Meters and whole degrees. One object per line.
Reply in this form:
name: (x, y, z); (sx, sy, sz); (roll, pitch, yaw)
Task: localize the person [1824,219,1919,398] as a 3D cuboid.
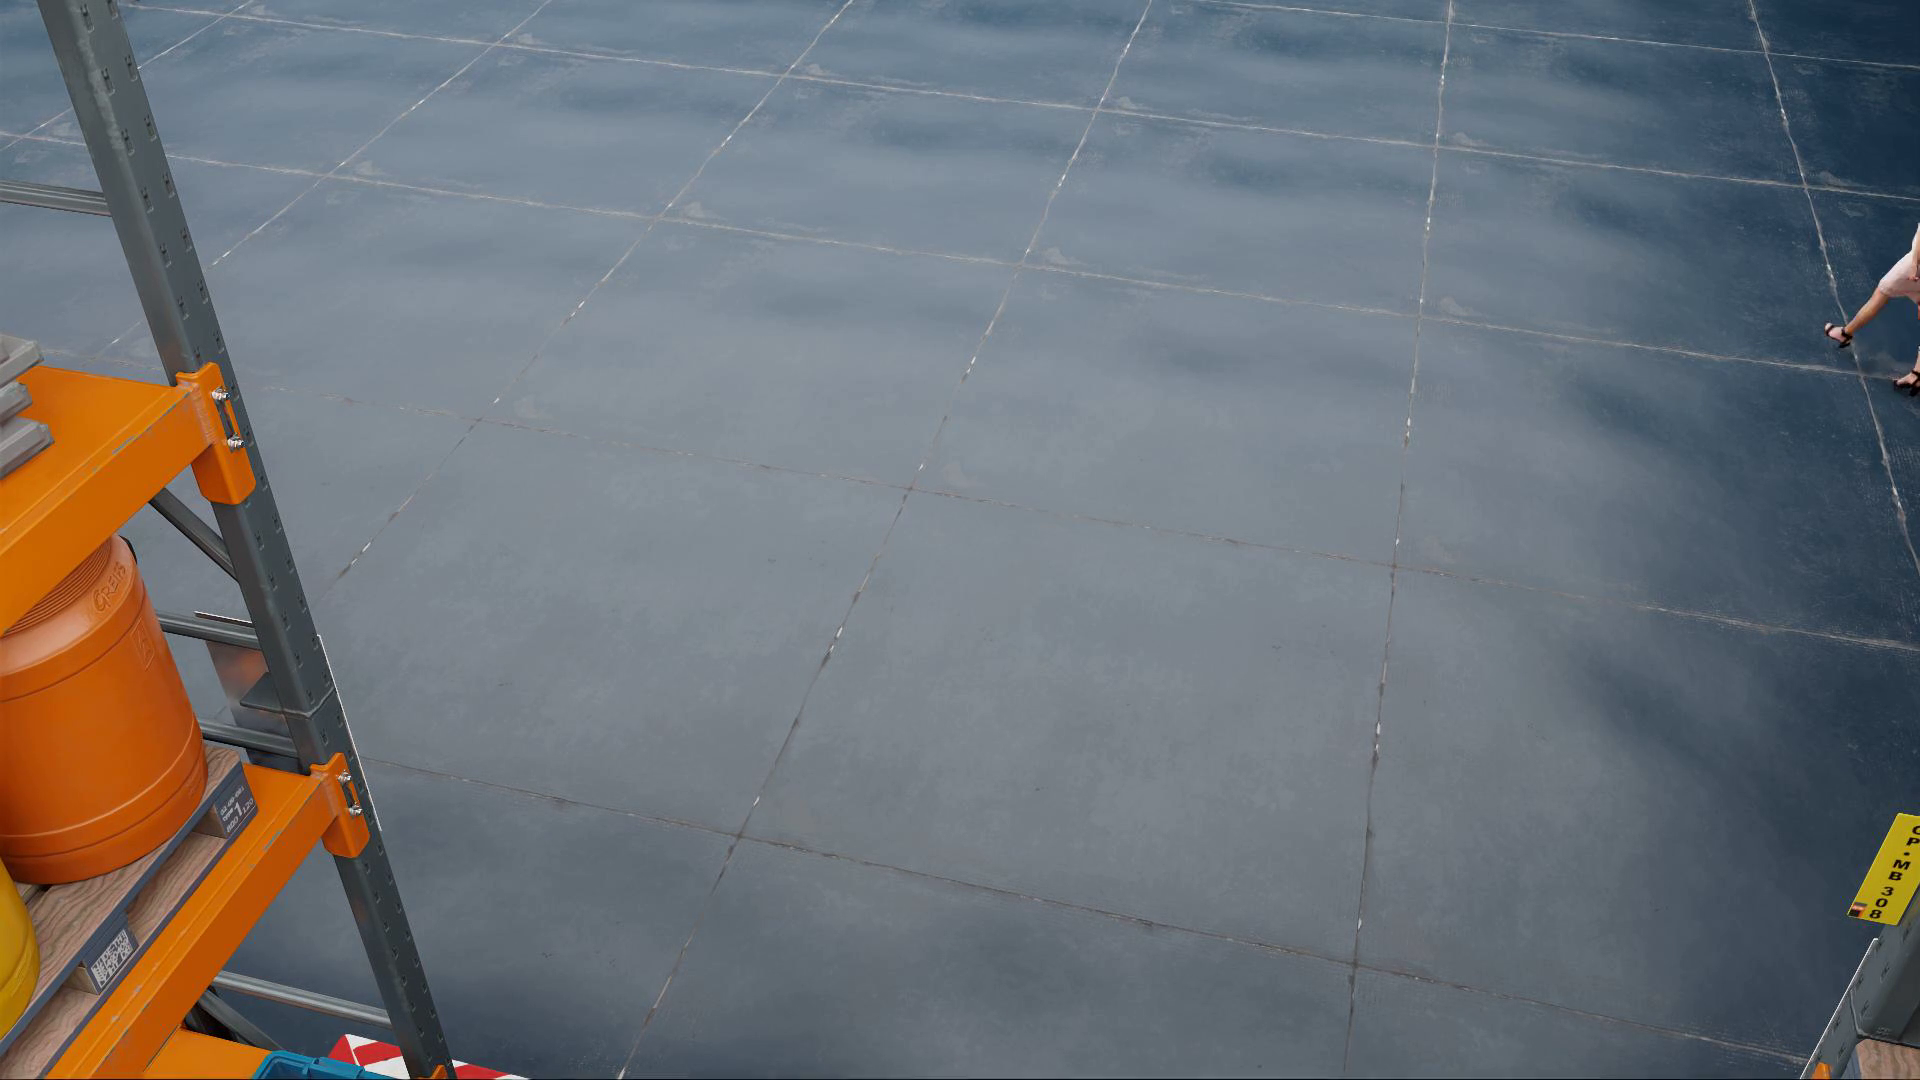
person: (6.407, -1.762, 10.871); (0.950, 1.790, 1.124); (-12, 40, -14)
